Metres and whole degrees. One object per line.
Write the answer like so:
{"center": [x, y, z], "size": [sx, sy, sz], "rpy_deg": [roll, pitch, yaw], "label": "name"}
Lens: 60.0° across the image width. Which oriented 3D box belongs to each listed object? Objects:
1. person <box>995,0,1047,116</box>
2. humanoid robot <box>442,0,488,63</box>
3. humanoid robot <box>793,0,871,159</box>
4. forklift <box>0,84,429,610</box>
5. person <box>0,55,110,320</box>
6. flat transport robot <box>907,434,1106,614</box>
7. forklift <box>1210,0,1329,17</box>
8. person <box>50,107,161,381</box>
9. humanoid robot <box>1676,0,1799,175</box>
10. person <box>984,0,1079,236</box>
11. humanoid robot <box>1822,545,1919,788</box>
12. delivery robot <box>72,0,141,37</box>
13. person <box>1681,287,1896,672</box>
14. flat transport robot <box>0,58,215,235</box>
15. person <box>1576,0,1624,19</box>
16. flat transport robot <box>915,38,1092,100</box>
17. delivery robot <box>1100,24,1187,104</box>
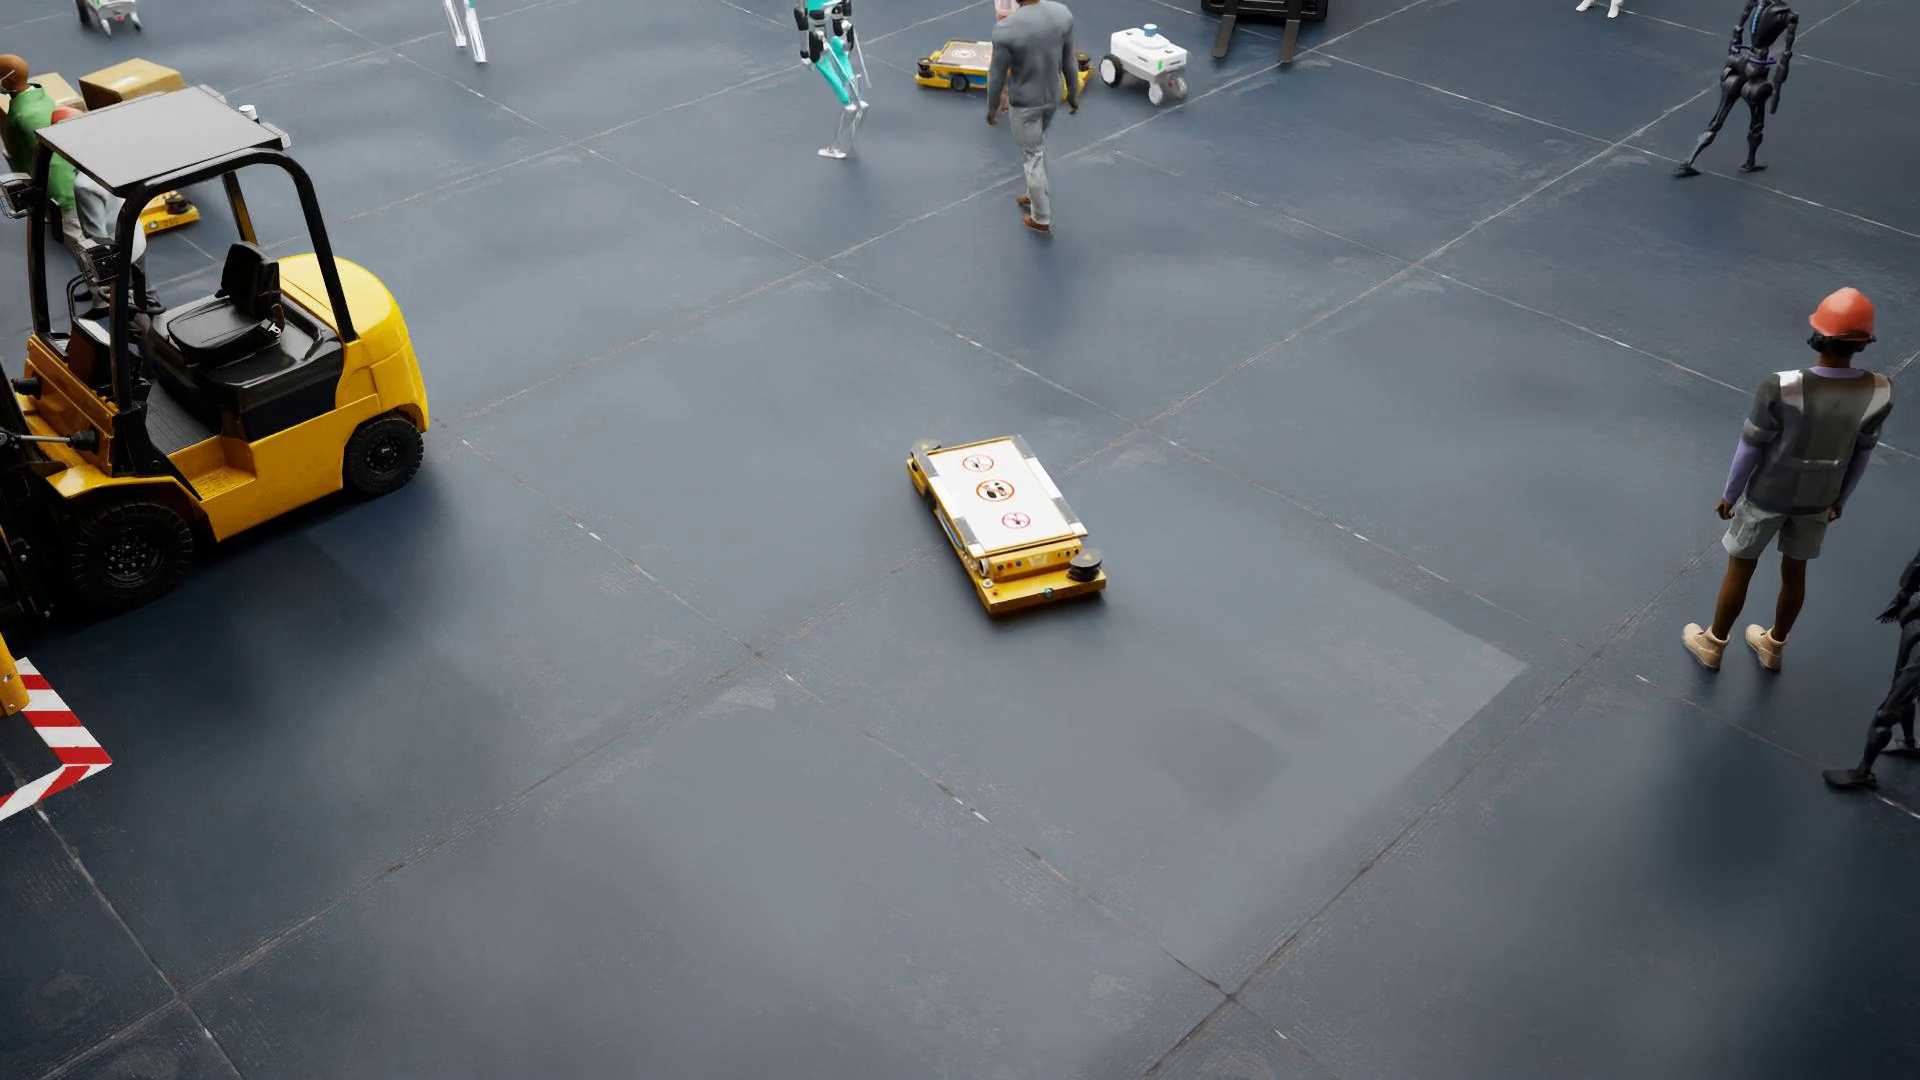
{"center": [0.468, -4.250, 13.430], "size": [0.526, 1.775, 0.408], "rpy_deg": [29, 46, 33], "label": "person"}
{"center": [-4.467, -5.083, 14.588], "size": [0.542, 1.769, 0.910], "rpy_deg": [-12, 38, -16], "label": "humanoid robot"}
{"center": [-0.925, -3.767, 12.837], "size": [0.649, 1.819, 0.530], "rpy_deg": [31, 47, 34], "label": "humanoid robot"}
{"center": [-4.145, -1.093, 8.856], "size": [2.313, 2.155, 1.214], "rpy_deg": [-31, 47, -34], "label": "forklift"}
{"center": [-5.853, -2.276, 10.778], "size": [0.388, 1.784, 0.539], "rpy_deg": [-13, 39, -17], "label": "person"}
{"center": [0.230, -0.141, 9.185], "size": [0.659, 0.231, 1.431], "rpy_deg": [-12, 38, -15], "label": "flat transport robot"}
{"center": [3.106, -6.400, 15.960], "size": [1.214, 2.155, 2.313], "rpy_deg": [8, 37, 10], "label": "forklift"}
{"center": [-5.183, -1.807, 10.188], "size": [0.348, 1.738, 0.572], "rpy_deg": [-3, 37, -4], "label": "person"}
{"center": [5.982, -3.539, 12.611], "size": [0.788, 1.643, 0.609], "rpy_deg": [-13, 39, -17], "label": "humanoid robot"}
{"center": [0.476, -3.139, 11.830], "size": [0.667, 1.907, 0.735], "rpy_deg": [-21, 42, -25], "label": "person"}
{"center": [4.279, 0.392, 7.308], "size": [0.531, 1.646, 0.603], "rpy_deg": [6, 37, 7], "label": "humanoid robot"}
{"center": [-7.983, -5.071, 15.548], "size": [0.499, 0.598, 0.801], "rpy_deg": [-25, 43, -29], "label": "delivery robot"}
{"center": [3.912, -0.251, 7.867], "size": [0.601, 2.035, 0.413], "rpy_deg": [1, 37, 2], "label": "person"}
{"center": [-6.328, -2.641, 12.532], "size": [0.659, 0.231, 1.431], "rpy_deg": [-26, 44, -30], "label": "flat transport robot"}
{"center": [6.144, -5.725, 15.522], "size": [0.517, 1.632, 0.315], "rpy_deg": [25, 43, 29], "label": "person"}
{"center": [0.382, -4.095, 14.478], "size": [1.431, 0.231, 0.659], "rpy_deg": [9, 38, 12], "label": "flat transport robot"}
{"center": [1.606, -4.124, 14.264], "size": [0.499, 0.577, 0.769], "rpy_deg": [-22, 42, -27], "label": "delivery robot"}
